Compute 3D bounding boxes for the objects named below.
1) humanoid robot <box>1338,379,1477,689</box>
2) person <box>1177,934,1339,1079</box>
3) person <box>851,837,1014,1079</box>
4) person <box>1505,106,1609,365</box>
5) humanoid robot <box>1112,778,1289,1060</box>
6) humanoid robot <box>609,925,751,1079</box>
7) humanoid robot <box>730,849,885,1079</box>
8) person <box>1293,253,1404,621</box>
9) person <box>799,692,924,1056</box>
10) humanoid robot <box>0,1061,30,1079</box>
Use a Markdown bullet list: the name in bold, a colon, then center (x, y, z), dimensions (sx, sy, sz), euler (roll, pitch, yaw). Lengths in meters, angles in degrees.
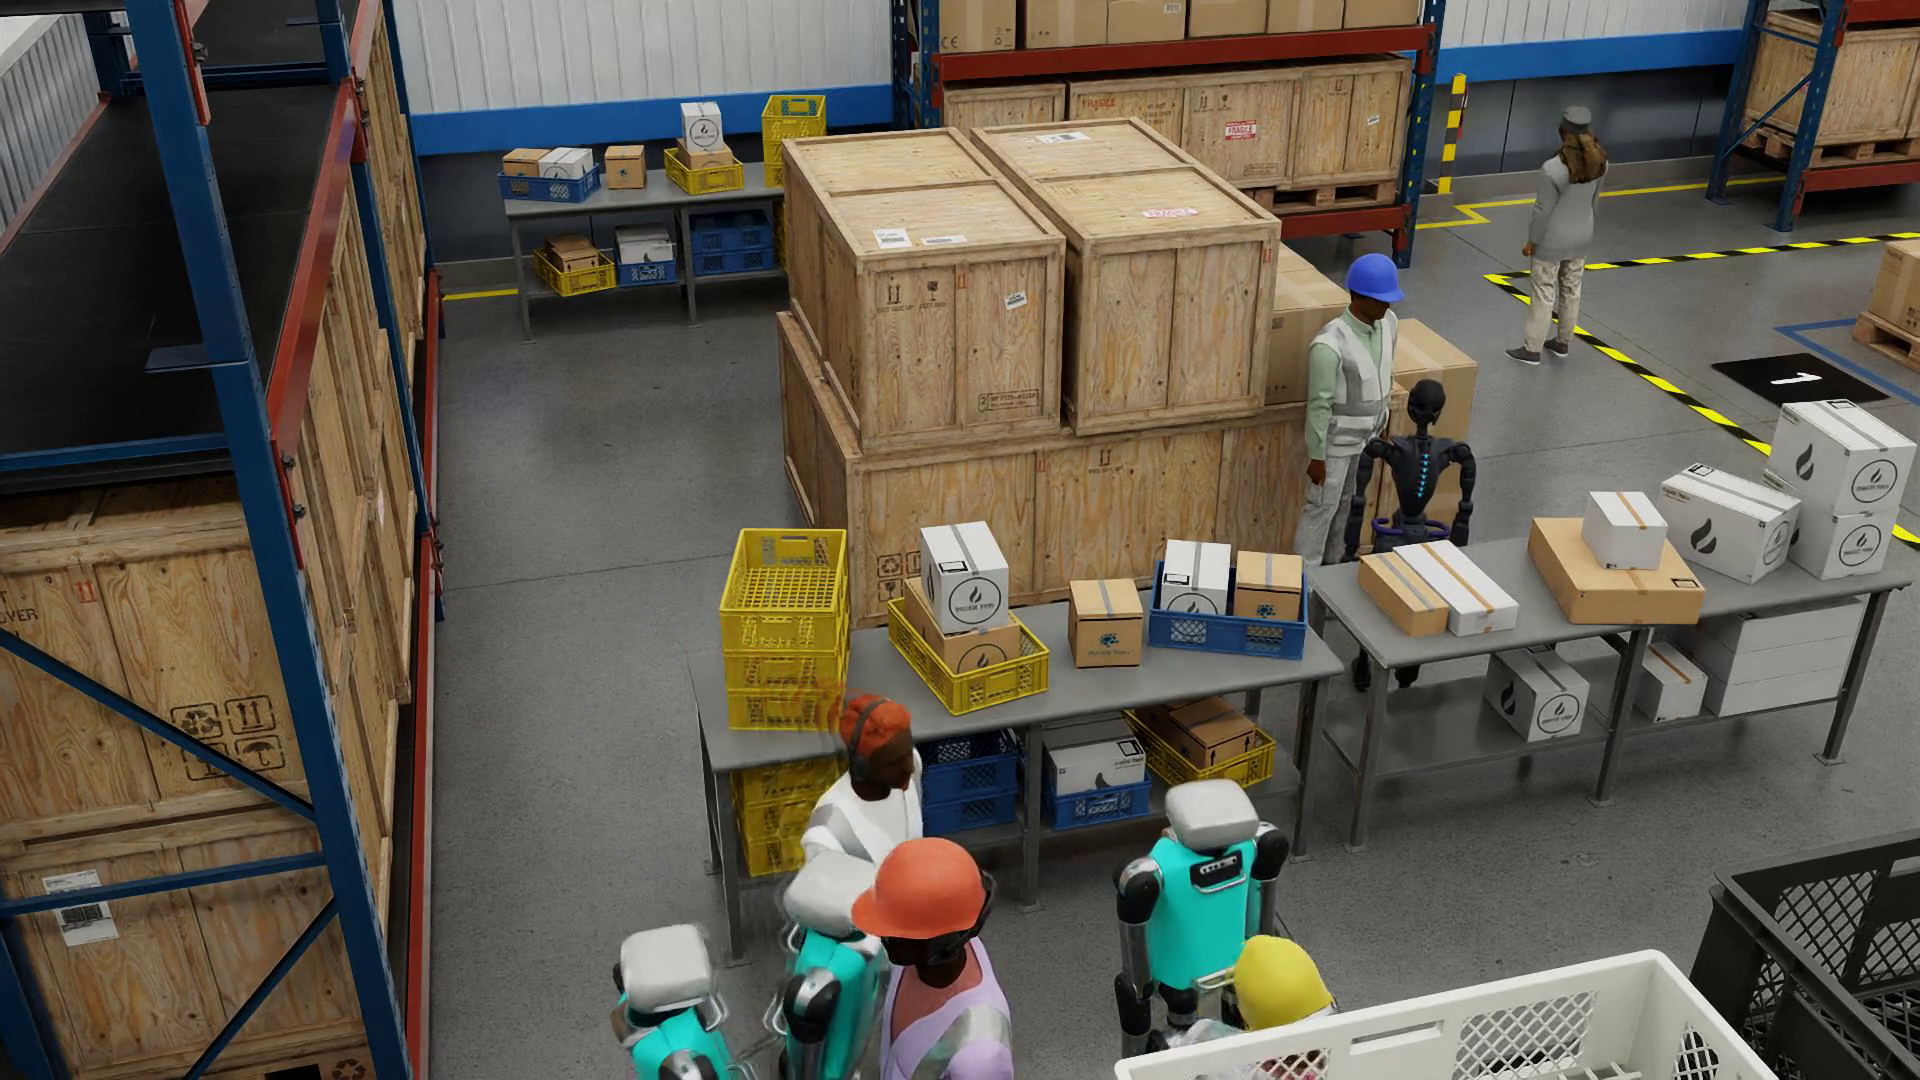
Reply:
- **humanoid robot**: center (2.006, 0.055, 7.583), dimensions (0.603, 1.627, 0.587), euler (1, 29, 1)
- **person**: center (0.844, 1.735, 4.403), dimensions (0.593, 1.775, 0.692), euler (18, 33, 29)
- **person**: center (-0.072, 1.609, 4.360), dimensions (0.370, 2.042, 0.613), euler (-9, 30, -15)
- **person**: center (4.079, -2.051, 11.289), dimensions (0.561, 1.763, 0.402), euler (-14, 32, -23)
- **humanoid robot**: center (0.776, 1.533, 4.713), dimensions (0.530, 1.690, 0.744), euler (-13, 31, -22)
- **humanoid robot**: center (-0.474, 1.725, 4.517), dimensions (0.797, 1.821, 0.543), euler (-14, 32, -23)
- **humanoid robot**: center (-0.558, 1.586, 4.721), dimensions (0.773, 1.785, 0.541), euler (9, 30, 15)
- **person**: center (1.943, -0.514, 8.324), dimensions (0.604, 1.940, 0.414), euler (-25, 37, -37)
- **person**: center (-0.182, 1.291, 5.131), dimensions (0.864, 1.848, 0.610), euler (16, 33, 27)
- **humanoid robot**: center (-2.183, 1.930, 4.140), dimensions (0.315, 1.655, 0.599), euler (7, 30, 13)
